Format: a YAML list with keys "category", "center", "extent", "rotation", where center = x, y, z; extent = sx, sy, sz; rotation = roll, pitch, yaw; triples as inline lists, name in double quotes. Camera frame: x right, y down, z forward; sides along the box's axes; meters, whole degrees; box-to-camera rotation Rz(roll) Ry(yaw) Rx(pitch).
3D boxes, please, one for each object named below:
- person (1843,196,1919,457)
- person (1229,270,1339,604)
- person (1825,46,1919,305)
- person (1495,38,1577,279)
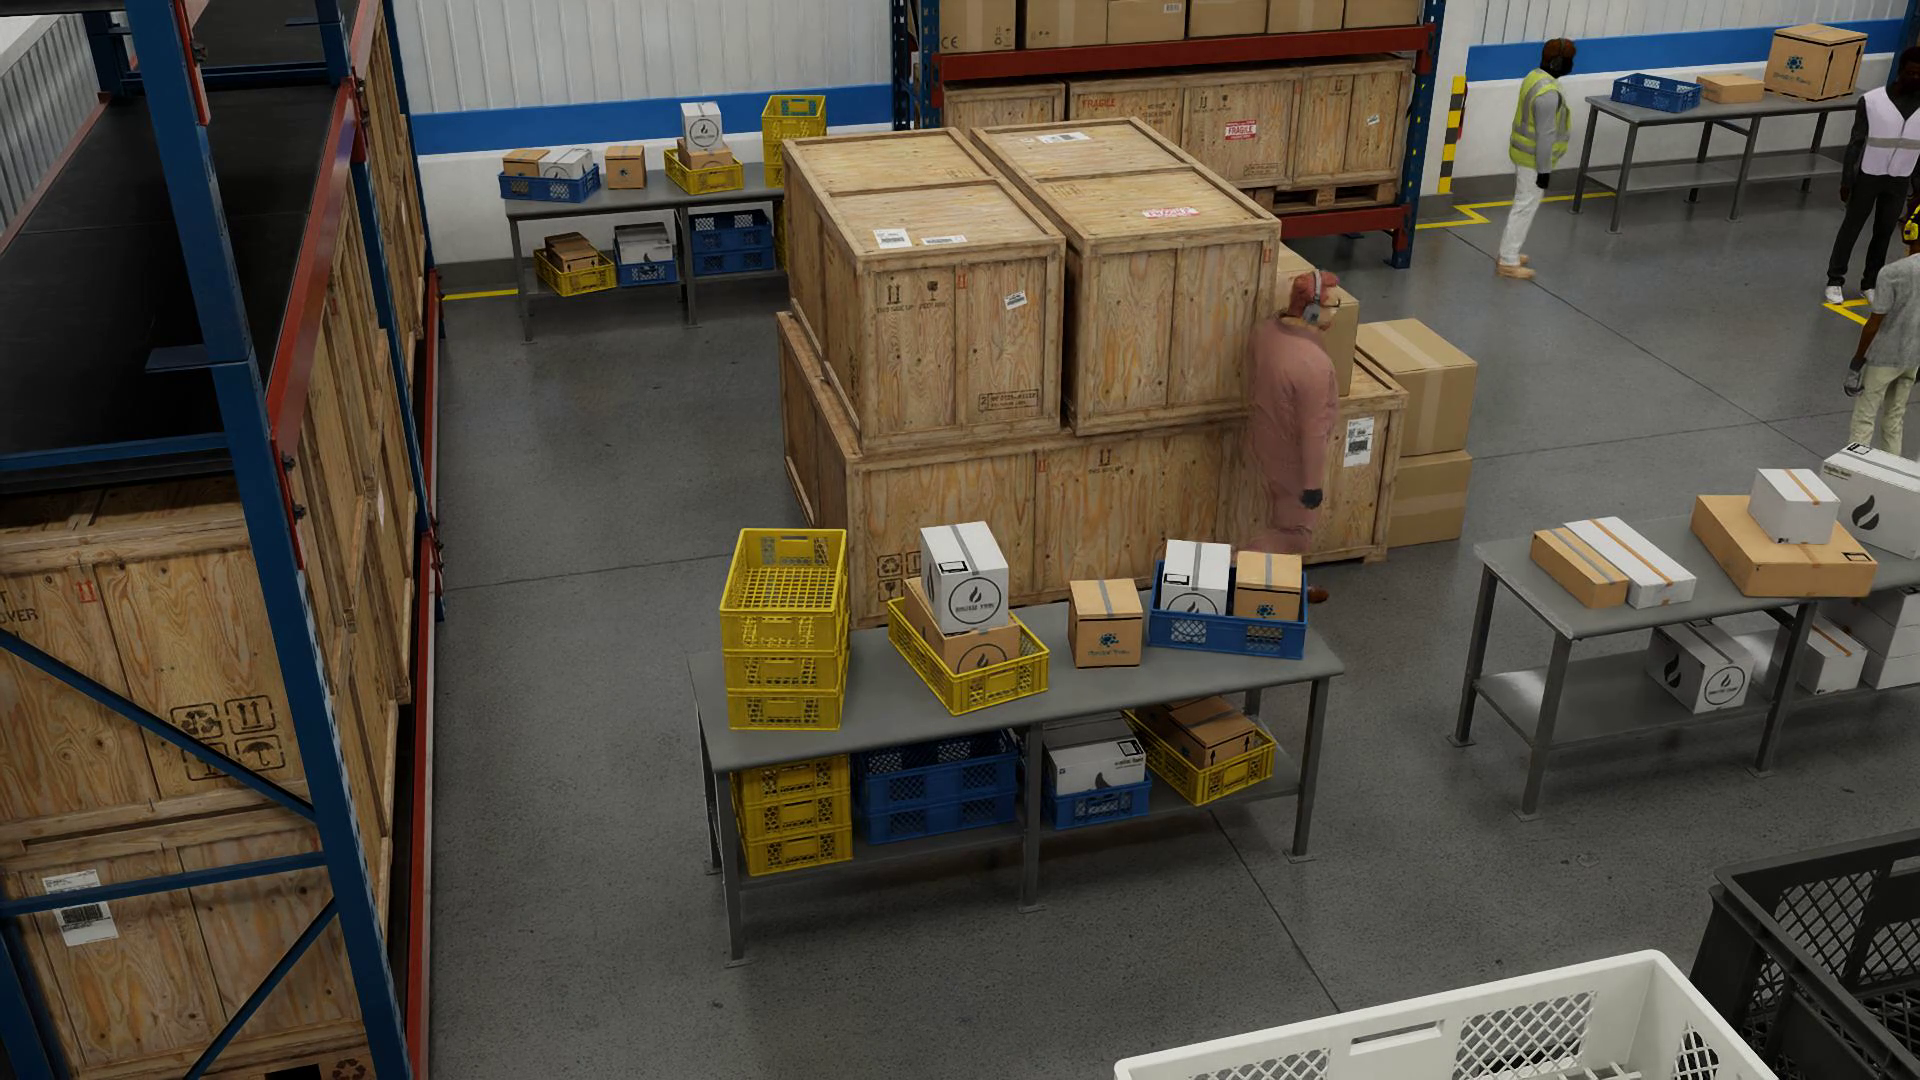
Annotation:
- category: "person"
  center: [5.173, -0.992, 9.259]
  extent: [0.501, 1.862, 0.327]
  rotation: [-7, 30, -12]
- category: "person"
  center: [1.580, -0.430, 8.208]
  extent: [0.715, 1.884, 0.652]
  rotation: [-5, 29, -10]
- category: "person"
  center: [6.799, -2.677, 12.267]
  extent: [0.583, 1.911, 0.394]
  rotation: [3, 29, 6]
- category: "person"
  center: [4.443, -2.934, 12.812]
  extent: [0.430, 1.831, 0.631]
  rotation: [6, 29, 11]
